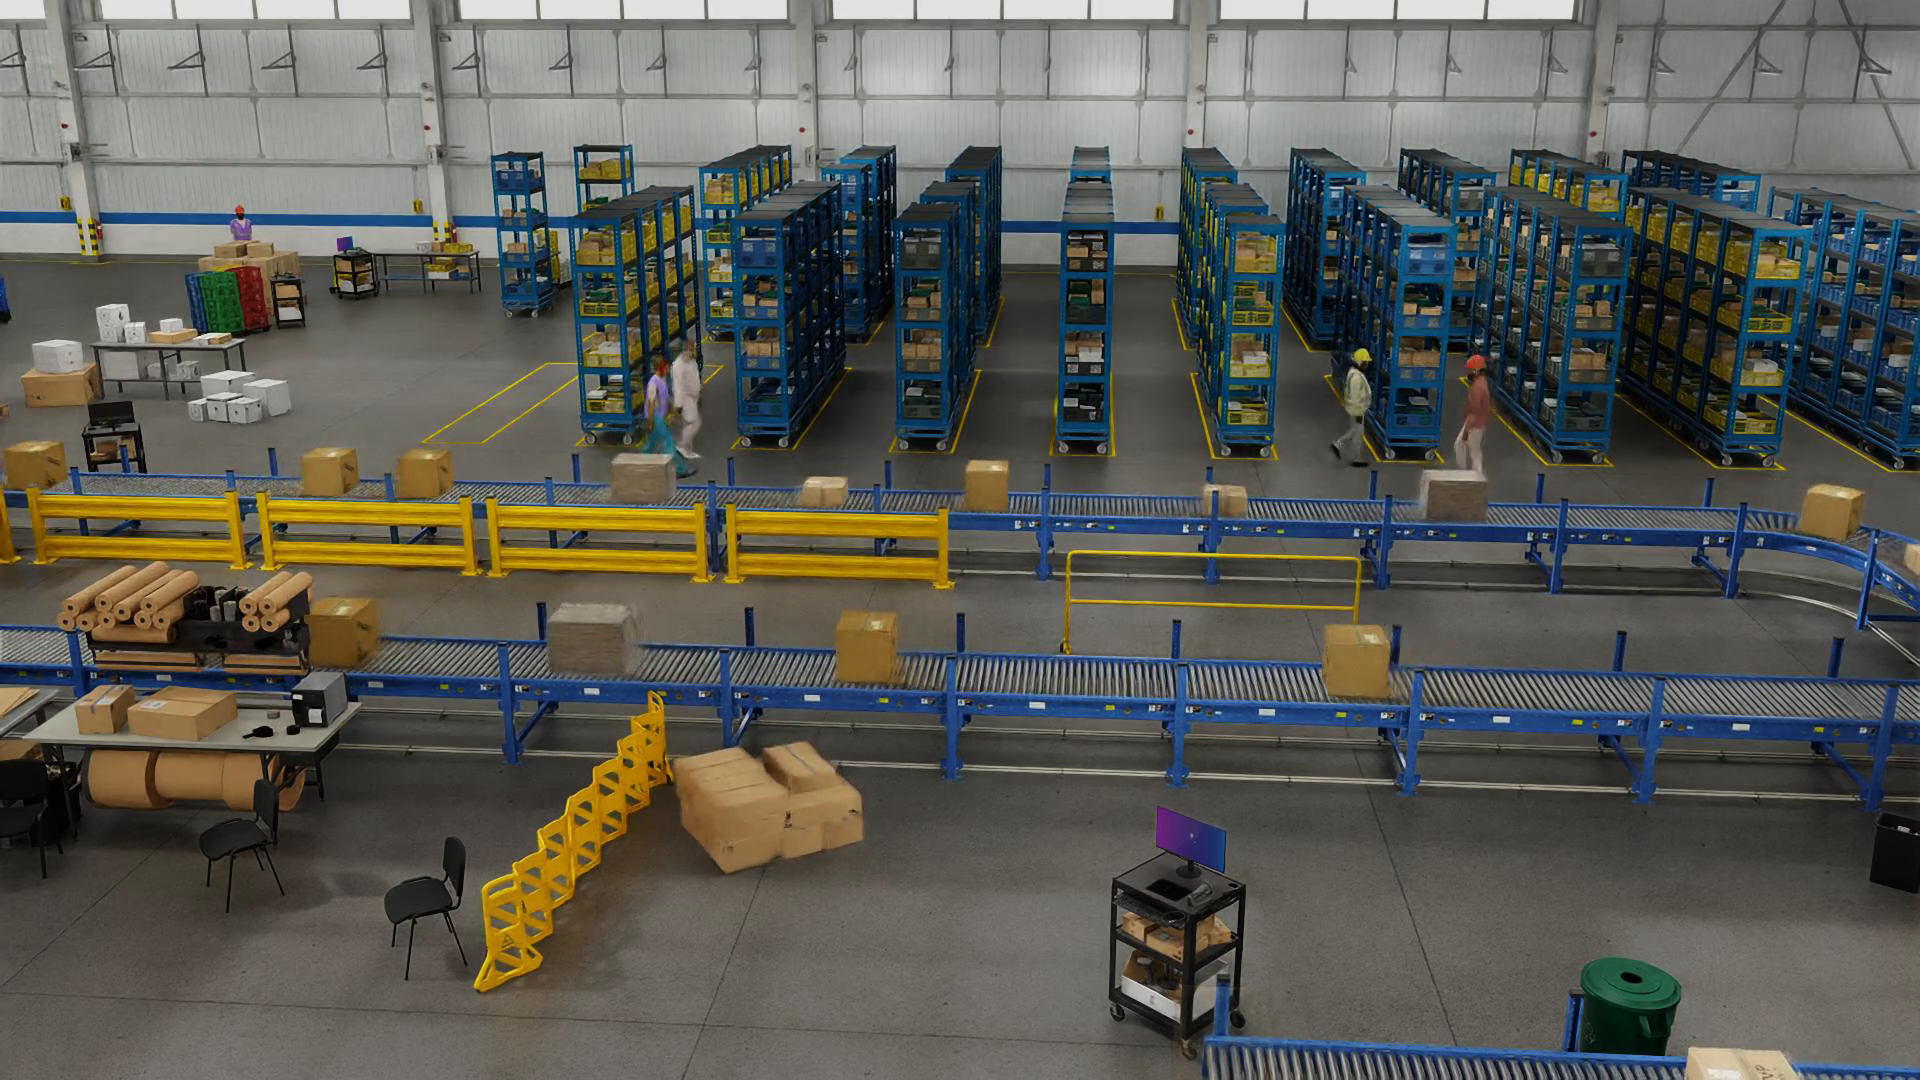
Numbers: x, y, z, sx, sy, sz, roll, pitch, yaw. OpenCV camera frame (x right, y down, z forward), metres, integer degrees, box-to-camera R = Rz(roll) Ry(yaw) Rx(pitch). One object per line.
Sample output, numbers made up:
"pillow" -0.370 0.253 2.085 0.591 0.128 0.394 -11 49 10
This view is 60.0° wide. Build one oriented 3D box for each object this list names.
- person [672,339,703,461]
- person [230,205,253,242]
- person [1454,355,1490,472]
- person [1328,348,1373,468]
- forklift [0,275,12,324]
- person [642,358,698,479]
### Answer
"person" -4.093 -2.126 25.225 0.430 1.879 0.661 2 18 6
"person" -18.208 -7.525 42.266 0.357 1.938 0.542 15 23 40
"person" 7.163 -1.650 23.552 0.672 1.975 0.646 6 18 17
"person" 5.877 -1.970 24.837 0.538 1.816 0.599 3 18 10
"forklift" -21.529 -5.888 35.529 1.129 2.768 1.873 1 18 4
"person" -4.344 -1.781 24.287 0.937 1.785 0.564 0 17 -1
